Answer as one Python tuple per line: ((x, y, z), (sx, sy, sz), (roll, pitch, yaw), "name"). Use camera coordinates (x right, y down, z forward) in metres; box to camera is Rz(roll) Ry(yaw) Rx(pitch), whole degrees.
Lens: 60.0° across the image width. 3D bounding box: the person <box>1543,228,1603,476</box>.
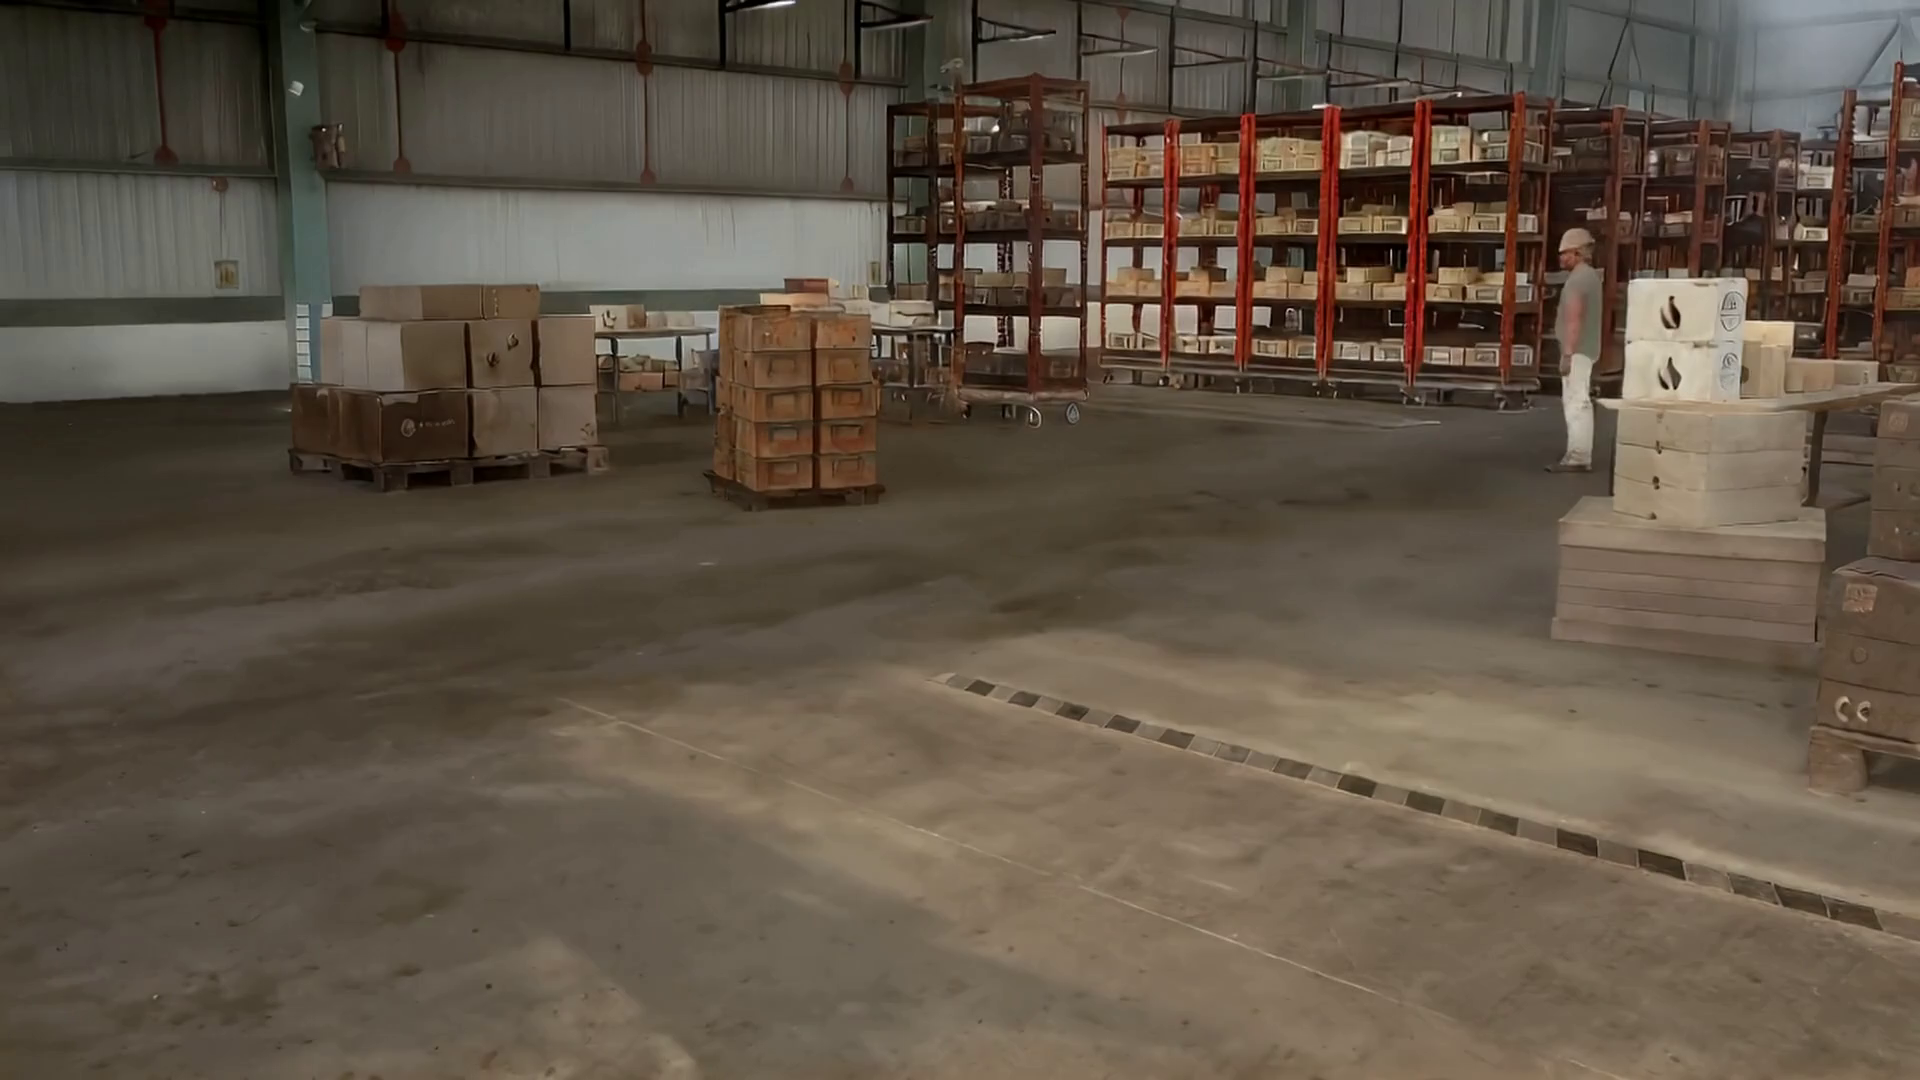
((4.953, -1.511, 13.416), (0.423, 1.982, 0.629), (6, 11, 33), "person")
